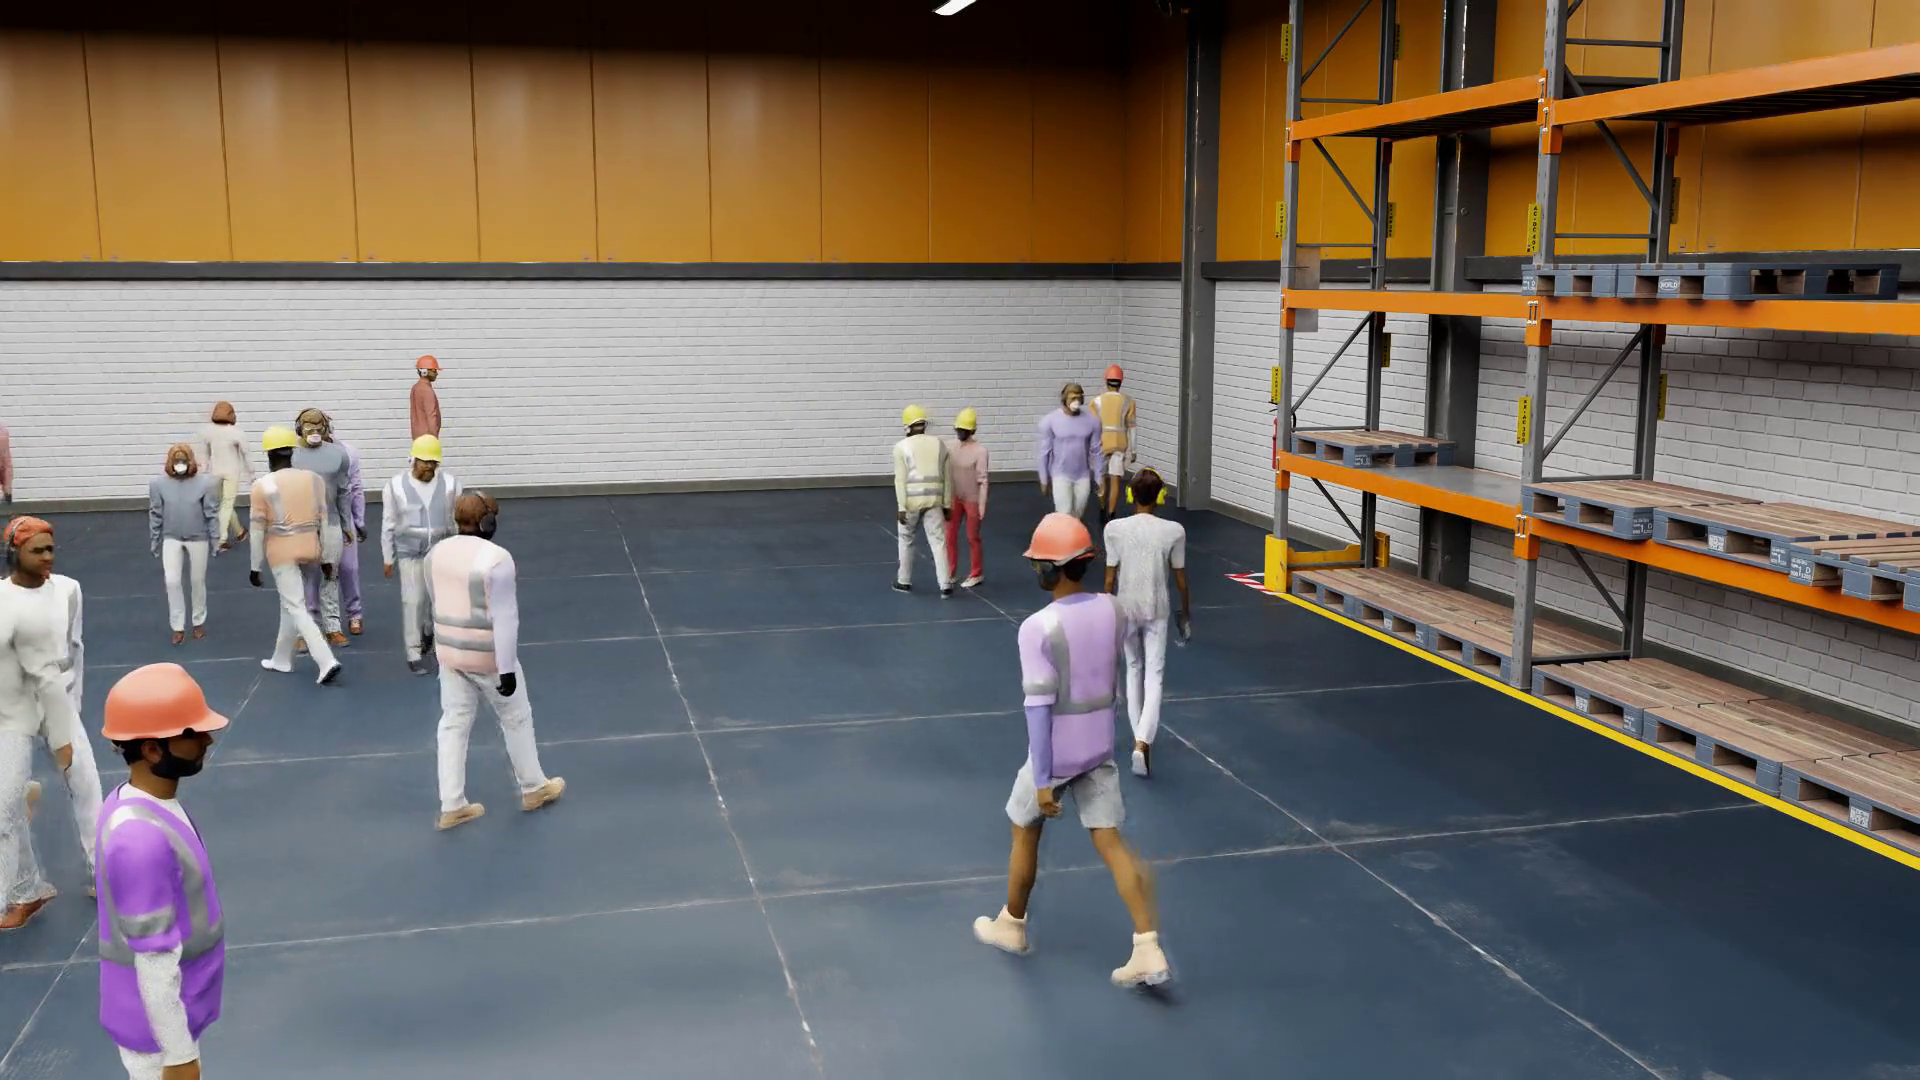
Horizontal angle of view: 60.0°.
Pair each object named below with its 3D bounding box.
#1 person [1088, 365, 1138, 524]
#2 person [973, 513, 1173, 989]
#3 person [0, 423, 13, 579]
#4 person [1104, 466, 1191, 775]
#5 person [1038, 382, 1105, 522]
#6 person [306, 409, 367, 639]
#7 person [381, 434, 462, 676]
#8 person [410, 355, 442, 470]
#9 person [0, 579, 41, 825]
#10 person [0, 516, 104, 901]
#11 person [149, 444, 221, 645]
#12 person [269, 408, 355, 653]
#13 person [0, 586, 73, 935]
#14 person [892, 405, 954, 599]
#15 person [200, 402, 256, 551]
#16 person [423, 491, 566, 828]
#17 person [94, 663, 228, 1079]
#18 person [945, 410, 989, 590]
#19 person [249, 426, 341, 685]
[{"bbox_3d":[1.813,-1.104,19.640,0.576,1.896,0.913,2,9,10],"label":"person"},{"bbox_3d":[0.494,0.878,7.017,0.612,1.999,1.052,-7,11,-37],"label":"person"},{"bbox_3d":[-9.585,-0.519,16.150,0.880,1.863,0.671,5,10,26],"label":"person"},{"bbox_3d":[1.121,0.469,10.055,0.528,1.836,0.916,2,9,12],"label":"person"},{"bbox_3d":[1.114,-0.585,16.335,0.631,1.918,0.597,-3,9,-16],"label":"person"},{"bbox_3d":[-5.193,-0.131,13.606,0.657,1.892,0.398,-6,11,-34],"label":"person"},{"bbox_3d":[-4.072,0.080,12.601,0.618,1.796,0.699,-5,10,-28],"label":"person"},{"bbox_3d":[-6.503,-1.259,20.333,0.392,1.991,0.613,-6,11,-35],"label":"person"},{"bbox_3d":[-4.915,0.763,8.276,0.625,1.818,0.689,3,10,17],"label":"person"},{"bbox_3d":[-4.257,0.822,7.763,0.848,1.849,0.590,5,10,29],"label":"person"},{"bbox_3d":[-6.249,0.038,13.415,0.532,1.608,0.689,-4,10,-22],"label":"person"},{"bbox_3d":[-5.119,-0.086,13.195,0.627,1.935,0.371,-7,12,-39],"label":"person"},{"bbox_3d":[-4.282,0.896,7.194,0.652,1.888,1.004,0,9,2],"label":"person"},{"bbox_3d":[-0.317,-0.348,15.366,0.610,1.778,0.794,-5,10,-27],"label":"person"},{"bbox_3d":[-7.955,-0.706,18.124,0.527,1.582,0.865,1,9,4],"label":"person"},{"bbox_3d":[-2.559,0.627,9.136,0.656,1.806,0.863,5,10,28],"label":"person"},{"bbox_3d":[-2.161,1.291,4.581,0.365,1.939,0.542,-5,10,-27],"label":"person"},{"bbox_3d":[0.036,-0.365,15.564,0.545,1.714,0.769,6,11,31],"label":"person"},{"bbox_3d":[-4.857,0.103,12.160,0.954,1.886,0.580,5,11,30],"label":"person"}]
